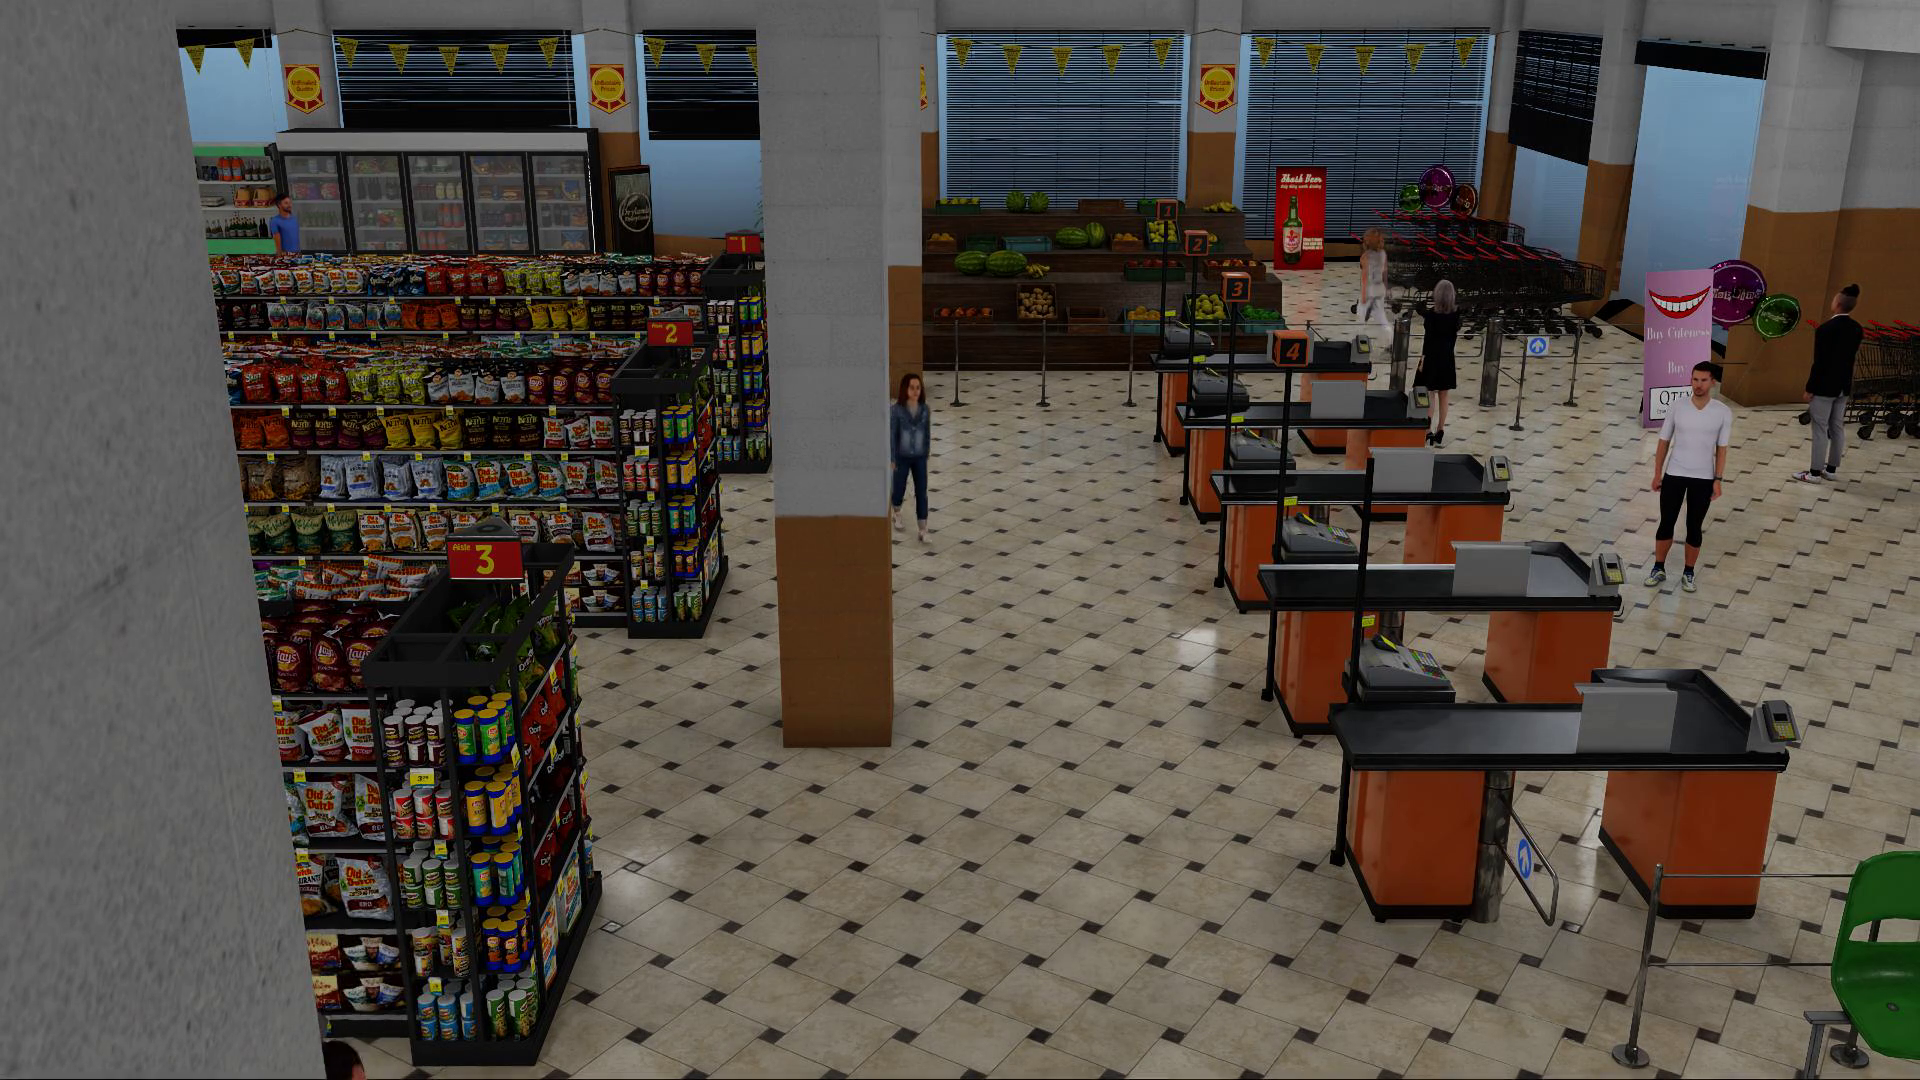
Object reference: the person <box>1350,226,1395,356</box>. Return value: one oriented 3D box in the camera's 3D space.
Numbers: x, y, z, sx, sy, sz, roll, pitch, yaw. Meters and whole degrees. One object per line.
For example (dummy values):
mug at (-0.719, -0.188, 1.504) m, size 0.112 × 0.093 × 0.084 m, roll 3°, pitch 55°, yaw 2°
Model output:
person at (5.416, -3.192, 21.571) m, size 1.145 × 1.624 × 1.011 m, roll -10°, pitch 21°, yaw -27°

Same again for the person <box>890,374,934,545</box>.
person at (-0.471, -0.729, 14.534) m, size 0.996 × 1.451 × 0.804 m, roll -5°, pitch 19°, yaw -15°

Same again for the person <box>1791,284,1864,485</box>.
person at (8.441, -1.515, 16.090) m, size 0.684 × 1.948 × 0.841 m, roll -7°, pitch 20°, yaw -21°

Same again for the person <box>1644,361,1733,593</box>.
person at (5.829, -0.522, 13.295) m, size 0.672 × 1.852 × 0.817 m, roll 9°, pitch 21°, yaw 25°

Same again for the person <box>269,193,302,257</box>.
person at (-9.452, -3.935, 23.401) m, size 0.697 × 1.863 × 0.729 m, roll 7°, pitch 20°, yaw 20°

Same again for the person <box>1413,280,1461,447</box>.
person at (5.009, -1.867, 17.447) m, size 0.627 × 1.747 × 0.739 m, roll -8°, pitch 20°, yaw -22°
